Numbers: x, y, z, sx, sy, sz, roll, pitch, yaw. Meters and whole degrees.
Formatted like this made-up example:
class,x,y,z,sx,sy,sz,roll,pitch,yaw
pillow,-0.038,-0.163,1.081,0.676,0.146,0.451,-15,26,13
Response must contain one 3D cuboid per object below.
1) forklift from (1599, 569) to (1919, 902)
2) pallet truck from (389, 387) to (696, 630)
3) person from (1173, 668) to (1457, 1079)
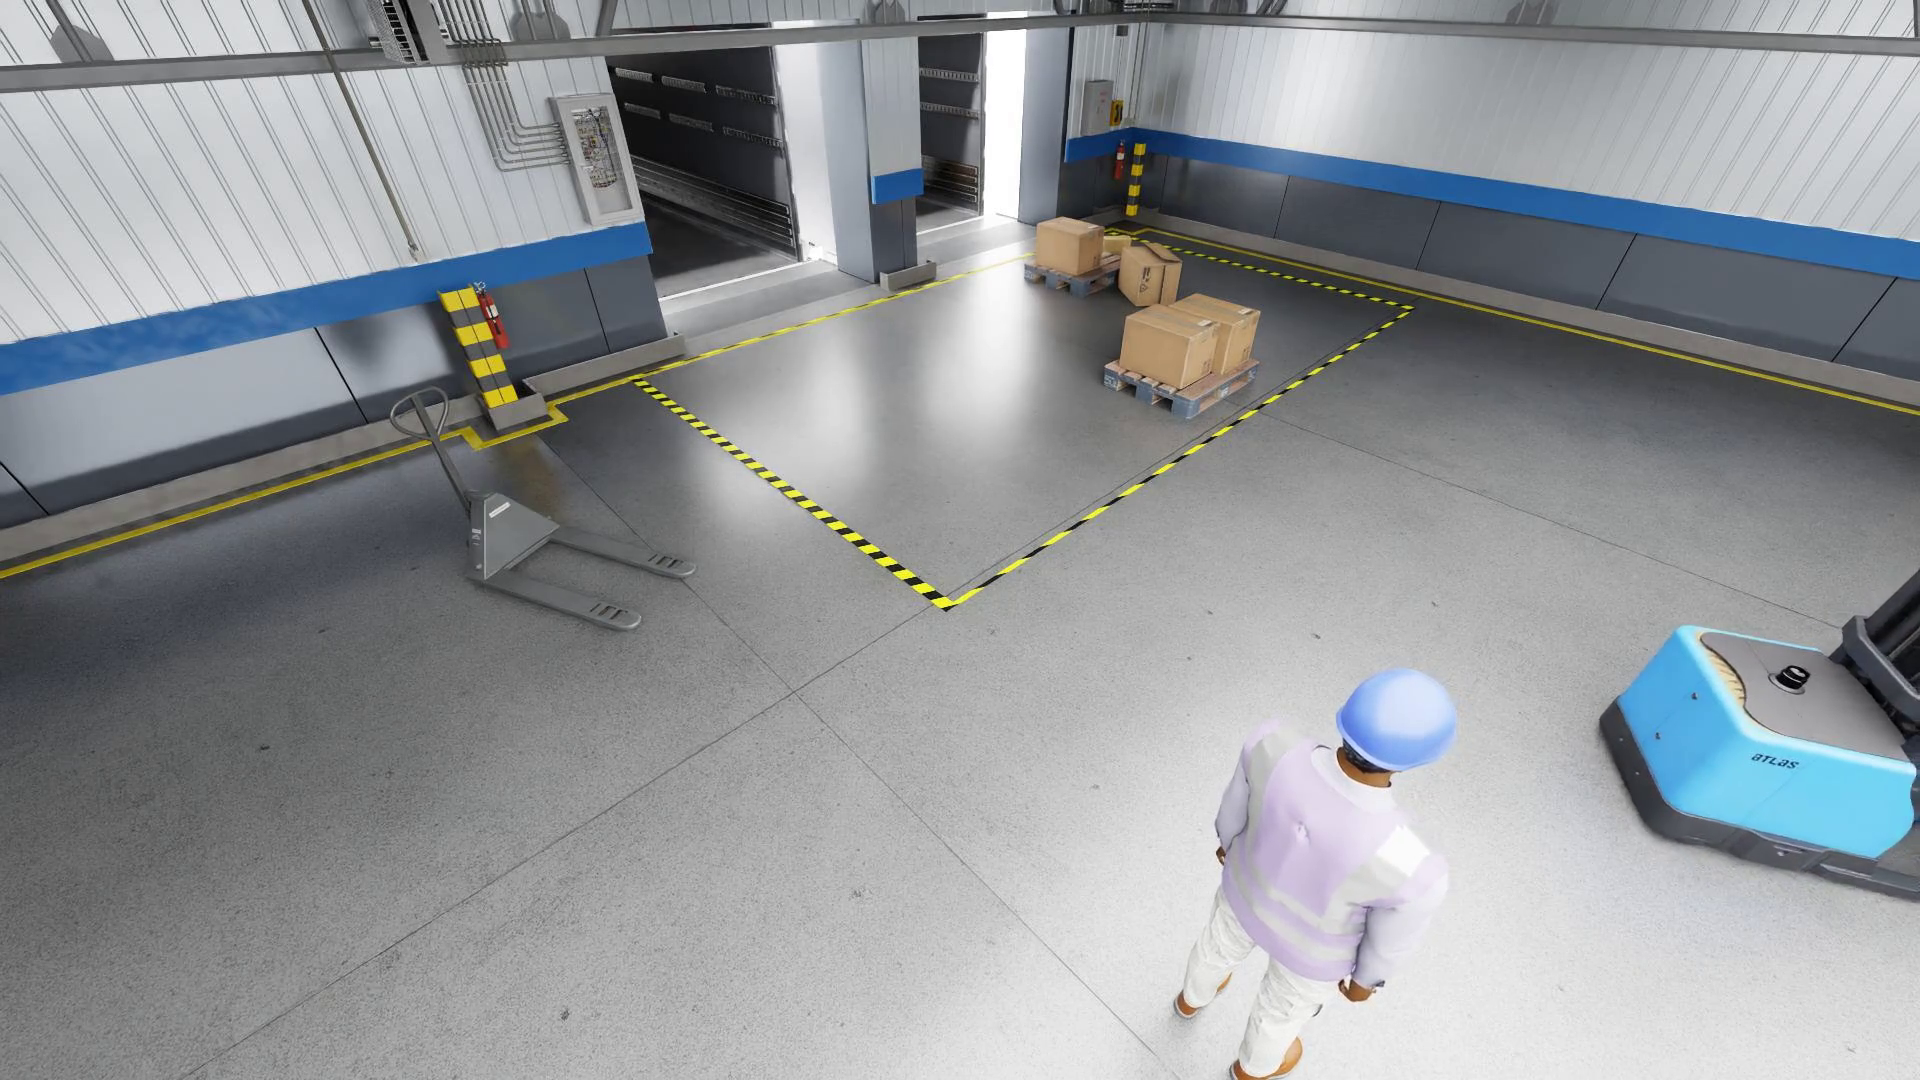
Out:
class,x,y,z,sx,sy,sz,roll,pitch,yaw
forklift,3.752,0.479,2.999,0.776,2.013,0.716,12,39,15
pallet truck,-2.613,-0.247,4.593,1.601,1.201,0.680,14,40,17
person,1.027,1.111,2.255,0.392,1.949,0.602,-20,42,-24
